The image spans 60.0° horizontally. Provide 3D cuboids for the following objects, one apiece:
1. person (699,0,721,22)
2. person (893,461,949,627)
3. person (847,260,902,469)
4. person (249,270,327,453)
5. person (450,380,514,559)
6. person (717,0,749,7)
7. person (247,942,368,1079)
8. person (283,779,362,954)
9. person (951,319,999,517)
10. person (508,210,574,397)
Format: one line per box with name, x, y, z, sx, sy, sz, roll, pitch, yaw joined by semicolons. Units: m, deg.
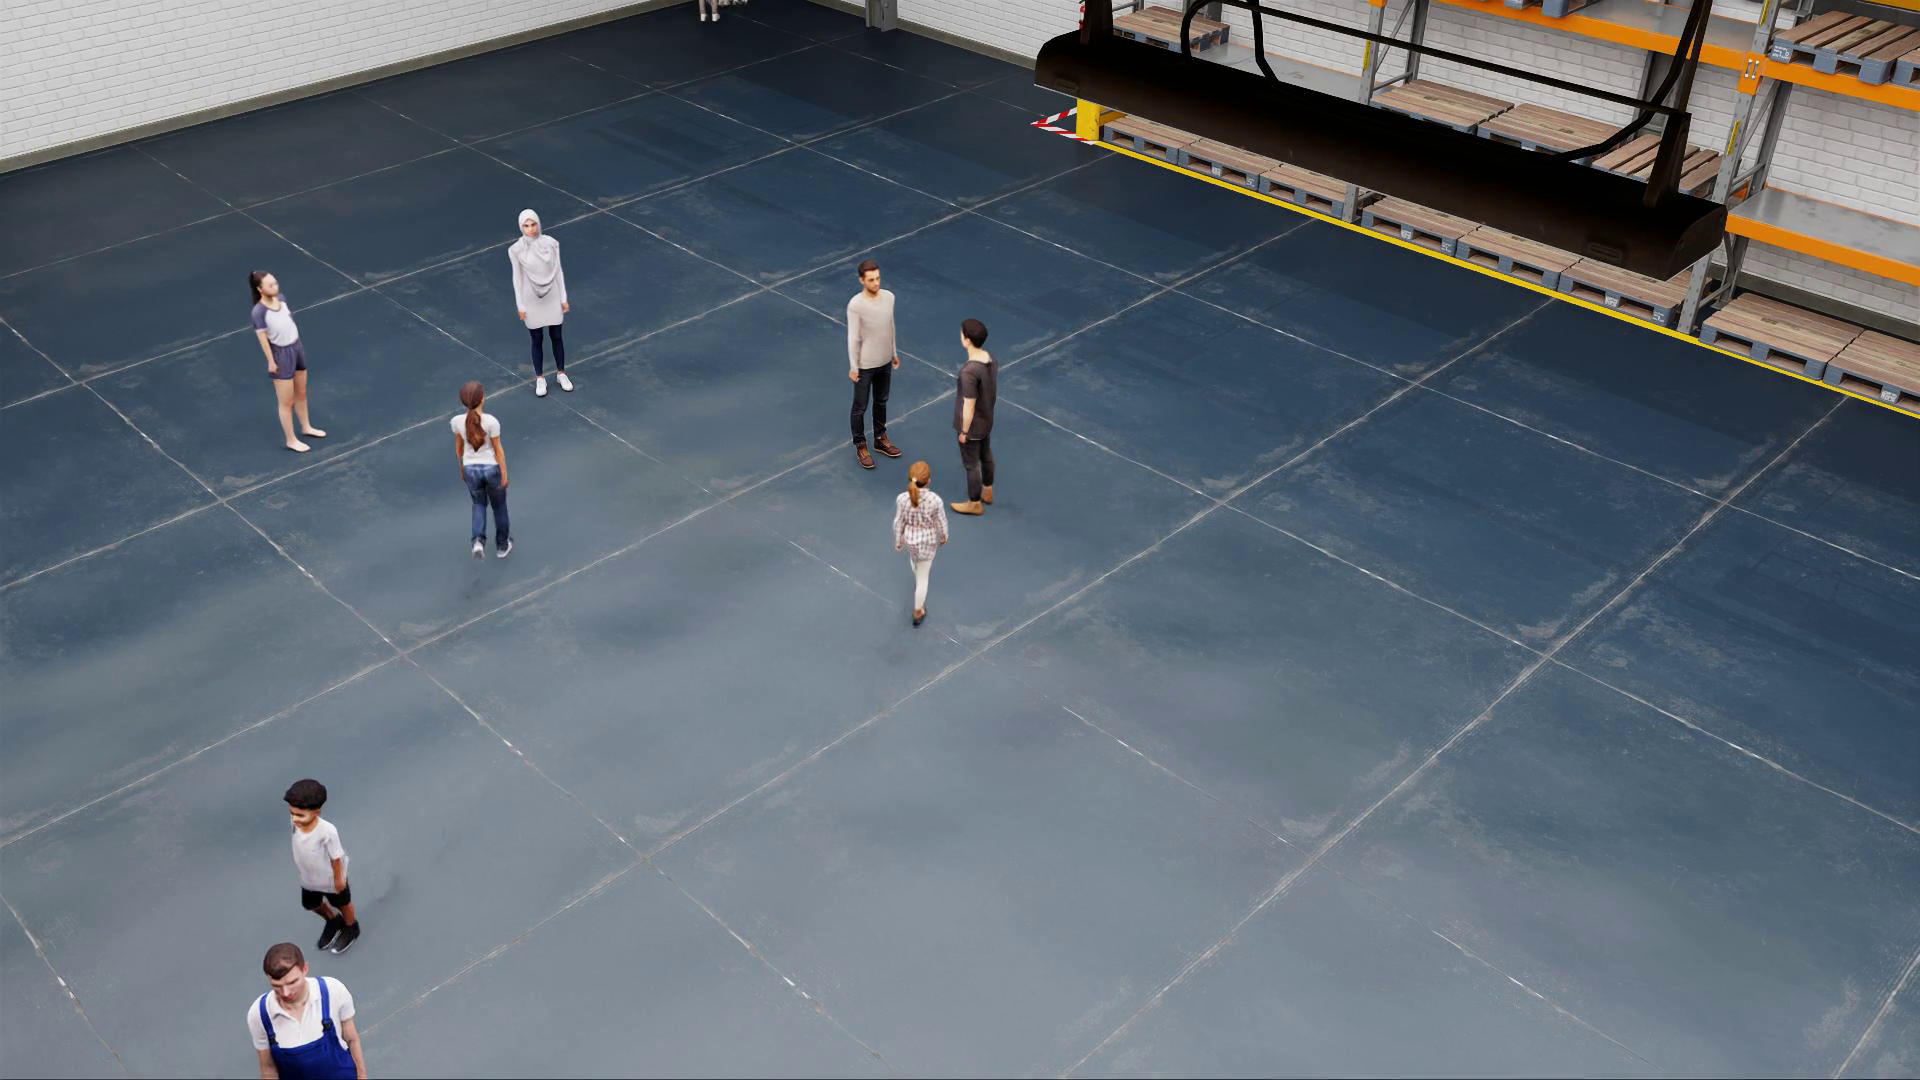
person;-3.849;-8.606;25.227;0.568;1.415;0.638;2;34;3
person;-0.313;0.050;12.333;0.925;1.272;0.891;7;34;10
person;-0.744;-1.527;14.170;0.674;1.866;0.571;-25;41;-33
person;-5.872;-1.572;14.432;0.684;1.651;0.673;8;34;12
person;-3.718;-0.500;12.912;0.779;1.547;0.832;2;34;2
person;-3.671;-9.045;25.864;0.834;1.440;0.751;5;34;8
person;-3.065;2.597;7.979;0.700;1.851;0.685;-14;36;-20
person;-3.659;1.848;9.648;0.522;1.250;0.633;13;36;18
person;0.133;-0.998;13.511;0.628;1.714;0.678;18;37;24
person;-3.831;-2.186;15.244;0.686;1.775;0.661;-13;36;-19
